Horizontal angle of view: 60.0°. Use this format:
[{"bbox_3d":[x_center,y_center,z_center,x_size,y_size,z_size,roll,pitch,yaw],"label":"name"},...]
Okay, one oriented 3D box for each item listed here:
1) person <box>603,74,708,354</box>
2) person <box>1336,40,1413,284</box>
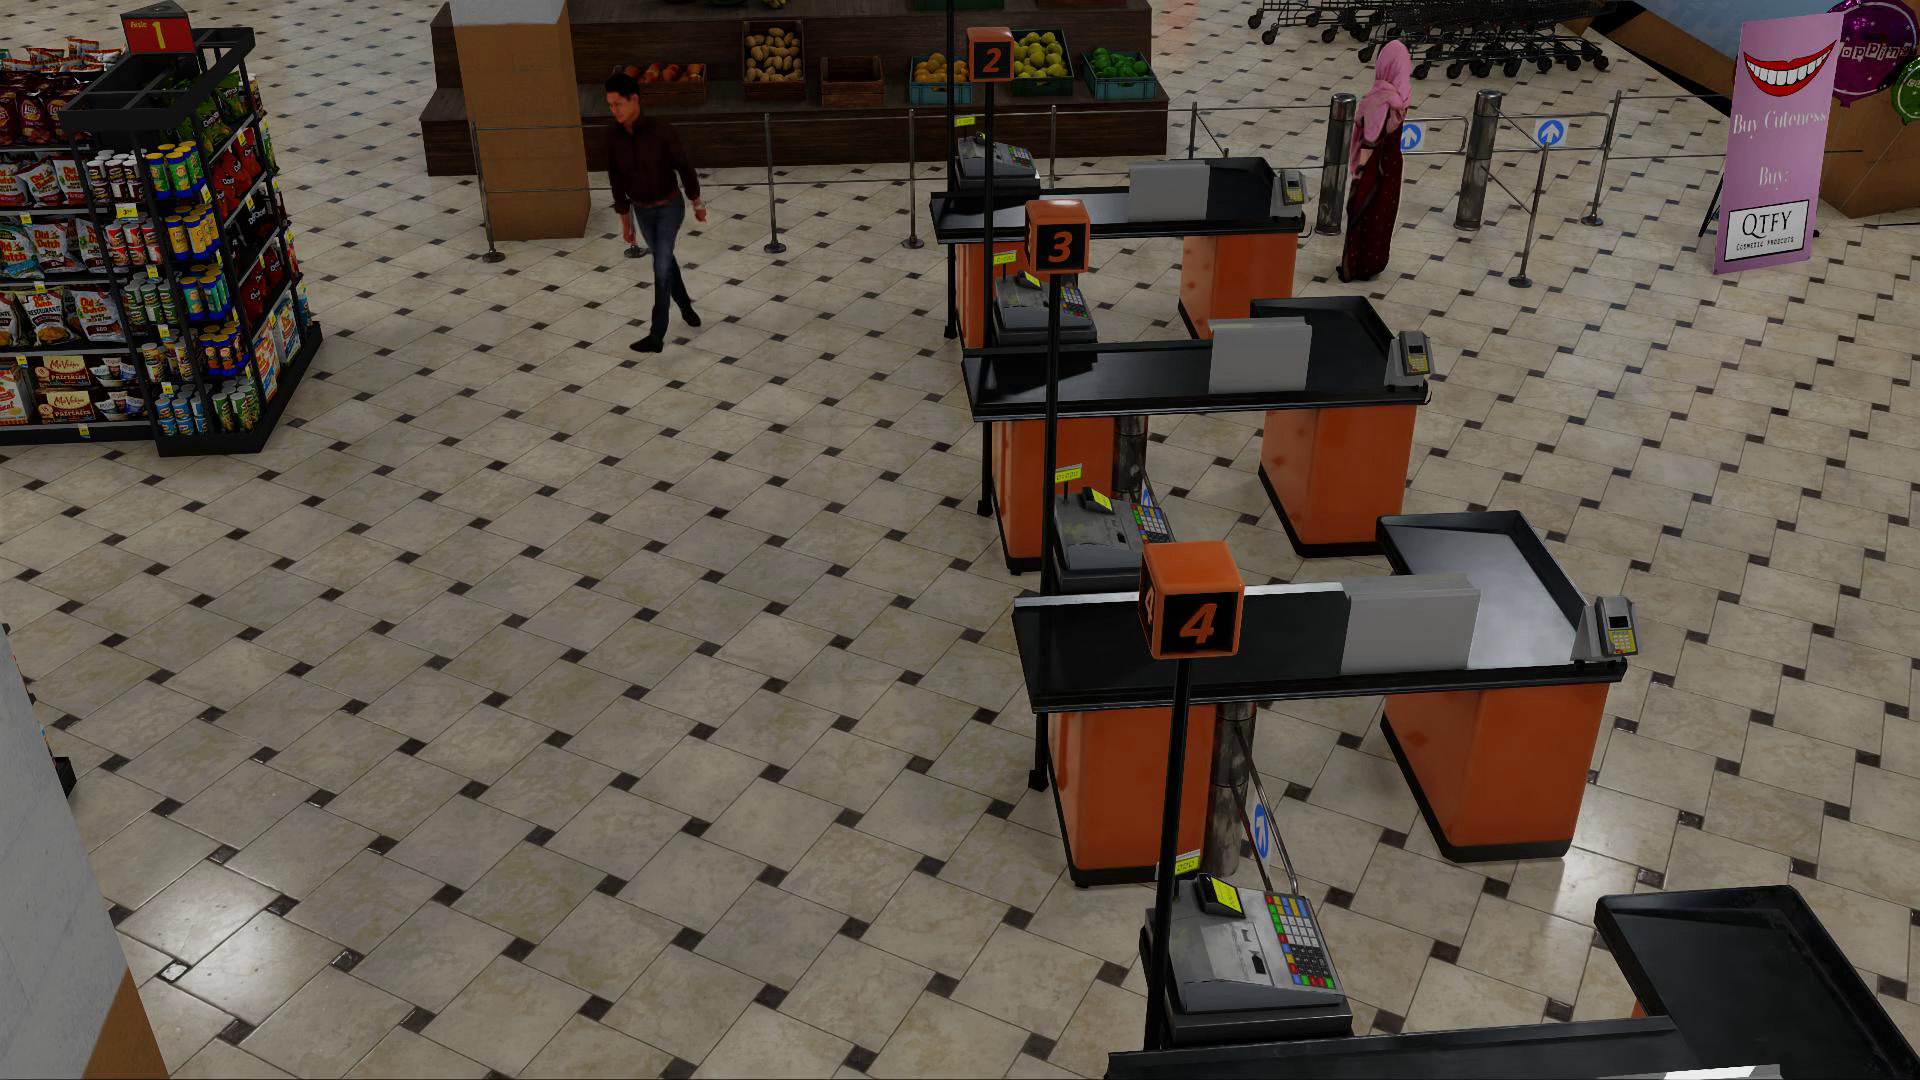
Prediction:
[{"bbox_3d":[-1.833,-2.047,10.324,1.063,1.717,0.982,3,32,5],"label":"person"},{"bbox_3d":[2.819,-2.557,11.219,0.821,1.638,0.756,25,40,34],"label":"person"}]
